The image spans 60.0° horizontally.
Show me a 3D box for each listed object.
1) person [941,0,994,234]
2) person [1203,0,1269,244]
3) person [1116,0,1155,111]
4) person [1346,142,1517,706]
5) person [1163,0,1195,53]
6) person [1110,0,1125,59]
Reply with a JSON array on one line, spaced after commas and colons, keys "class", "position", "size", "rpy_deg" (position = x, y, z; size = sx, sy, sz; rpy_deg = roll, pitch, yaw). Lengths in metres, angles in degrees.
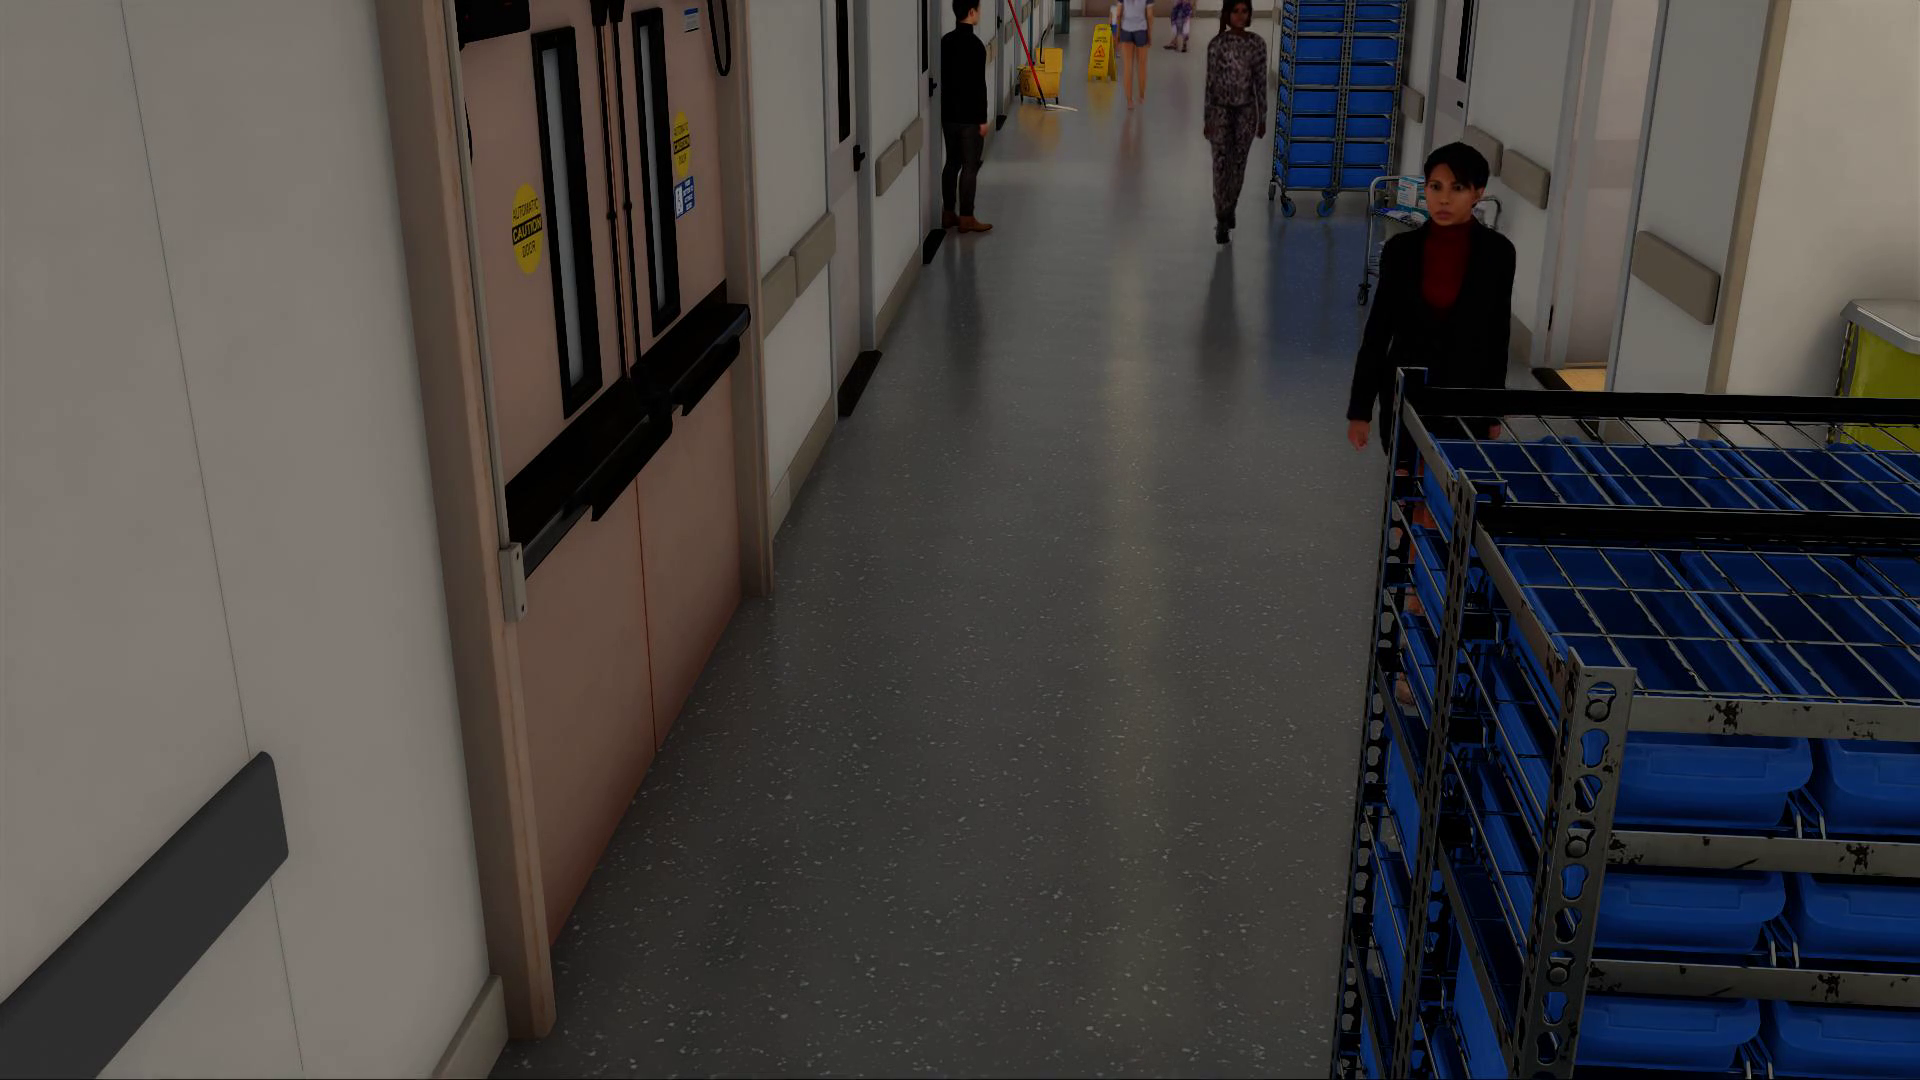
[{"class": "person", "position": [0.019, -3.145, 12.214], "size": [0.774, 1.721, 0.699], "rpy_deg": [-15, 25, -34]}, {"class": "person", "position": [1.950, -2.986, 11.859], "size": [0.608, 1.675, 1.141], "rpy_deg": [2, 21, 6]}, {"class": "person", "position": [2.045, -5.930, 19.595], "size": [0.676, 1.701, 1.010], "rpy_deg": [4, 21, 9]}, {"class": "person", "position": [1.440, -0.369, 5.043], "size": [0.785, 1.609, 1.013], "rpy_deg": [9, 23, 23]}, {"class": "person", "position": [3.712, -8.994, 27.635], "size": [0.873, 1.736, 0.880], "rpy_deg": [-16, 26, -36]}, {"class": "person", "position": [2.543, -8.313, 26.862], "size": [0.427, 1.010, 0.680], "rpy_deg": [2, 21, 5]}]
